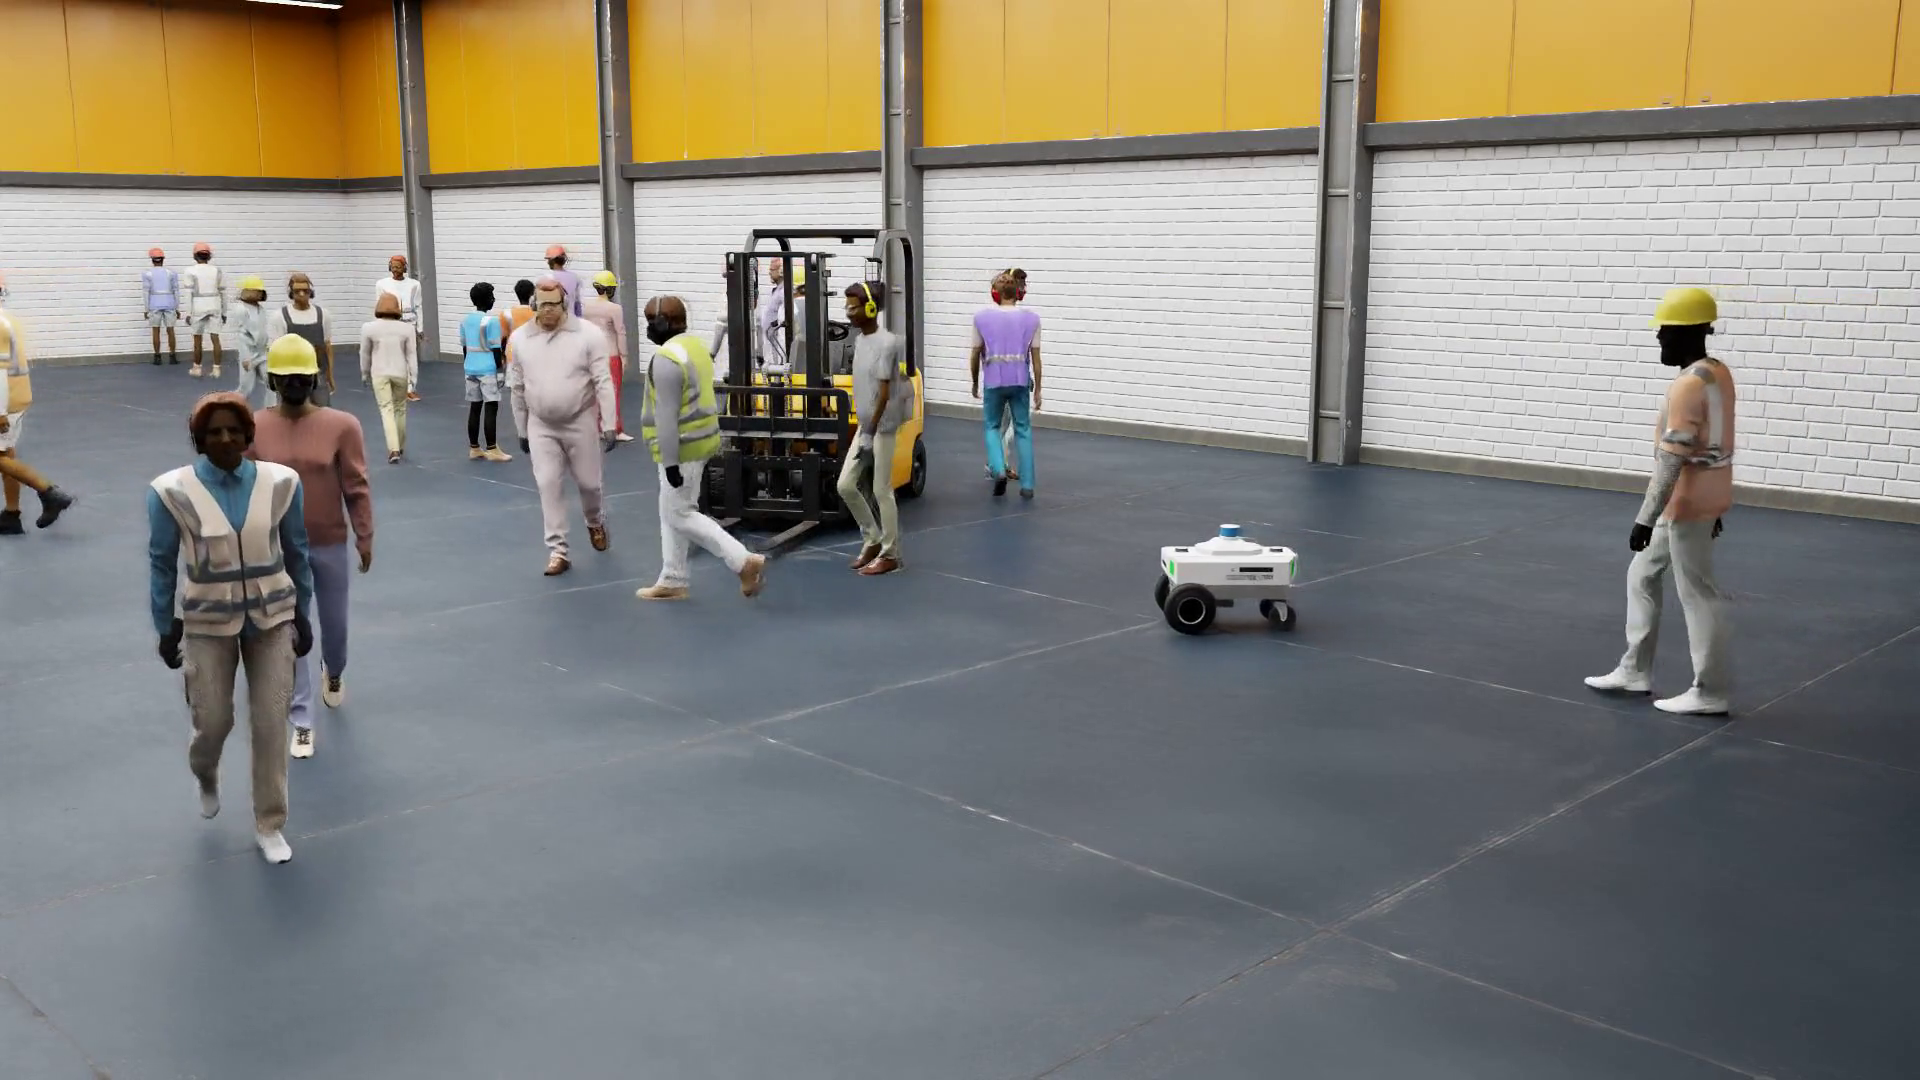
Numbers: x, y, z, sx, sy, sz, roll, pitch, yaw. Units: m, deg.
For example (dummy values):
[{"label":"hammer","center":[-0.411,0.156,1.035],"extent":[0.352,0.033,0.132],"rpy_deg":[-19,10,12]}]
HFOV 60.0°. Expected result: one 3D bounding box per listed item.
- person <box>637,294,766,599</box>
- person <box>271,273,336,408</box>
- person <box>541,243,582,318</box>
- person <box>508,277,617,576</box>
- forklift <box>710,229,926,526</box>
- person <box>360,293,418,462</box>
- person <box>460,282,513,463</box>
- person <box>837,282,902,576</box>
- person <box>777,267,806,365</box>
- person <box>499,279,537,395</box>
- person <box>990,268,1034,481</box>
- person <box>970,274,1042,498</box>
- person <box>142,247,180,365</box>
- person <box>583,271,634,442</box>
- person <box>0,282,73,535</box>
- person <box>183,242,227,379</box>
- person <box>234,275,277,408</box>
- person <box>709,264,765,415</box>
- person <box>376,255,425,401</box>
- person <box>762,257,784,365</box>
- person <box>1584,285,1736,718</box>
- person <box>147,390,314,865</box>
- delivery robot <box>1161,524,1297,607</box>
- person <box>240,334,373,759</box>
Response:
[{"label":"person","center":[-1.511,-0.504,9.579],"extent":[0.766,1.810,0.652],"rpy_deg":[1,10,8]},{"label":"person","center":[-5.713,-1.417,14.533],"extent":[0.531,1.790,0.971],"rpy_deg":[-6,12,-31]},{"label":"person","center":[-5.147,-2.794,21.427],"extent":[0.467,2.029,0.606],"rpy_deg":[6,12,30]},{"label":"person","center":[-2.525,-0.748,10.676],"extent":[0.690,1.885,0.749],"rpy_deg":[0,10,0]},{"label":"forklift","center":[-1.050,-1.319,12.920],"extent":[1.214,2.155,2.313],"rpy_deg":[2,11,13]},{"label":"person","center":[-5.408,-1.542,15.792],"extent":[0.501,1.591,0.839],"rpy_deg":[-6,12,-28]},{"label":"person","center":[-4.483,-1.578,15.684],"extent":[0.540,1.695,0.317],"rpy_deg":[8,13,37]},{"label":"person","center":[-0.563,-0.674,10.373],"extent":[0.481,1.844,0.490],"rpy_deg":[-7,13,-35]},{"label":"person","center":[-1.537,-1.693,15.943],"extent":[0.404,1.830,0.601],"rpy_deg":[9,14,42]},{"label":"person","center":[-4.530,-1.881,17.379],"extent":[0.541,1.677,0.652],"rpy_deg":[-4,11,-19]},{"label":"person","center":[0.449,-1.424,14.430],"extent":[0.430,1.852,0.492],"rpy_deg":[1,10,5]},{"label":"person","center":[0.385,-1.236,13.478],"extent":[0.578,1.820,0.454],"rpy_deg":[-1,10,-8]},{"label":"person","center":[-13.146,-3.840,27.395],"extent":[0.580,1.928,0.367],"rpy_deg":[-7,13,-35]},{"label":"person","center":[-3.654,-1.898,17.243],"extent":[0.533,1.768,0.310],"rpy_deg":[6,12,28]},{"label":"person","center":[-6.718,-0.973,11.785],"extent":[0.575,1.918,0.565],"rpy_deg":[-4,11,-20]},{"label":"person","center":[-11.315,-3.427,24.874],"extent":[0.645,2.032,0.645],"rpy_deg":[-10,14,-42]},{"label":"person","center":[-7.572,-1.961,17.720],"extent":[0.720,1.717,0.487],"rpy_deg":[3,11,18]},{"label":"person","center":[-2.377,-1.994,17.439],"extent":[0.982,1.874,0.538],"rpy_deg":[6,12,28]},{"label":"person","center":[-7.187,-2.715,21.376],"extent":[0.574,1.884,0.360],"rpy_deg":[-6,12,-28]},{"label":"person","center":[-1.915,-2.086,17.883],"extent":[0.408,1.906,0.652],"rpy_deg":[-2,11,-11]},{"label":"person","center":[3.117,-0.167,7.404],"extent":[0.776,1.899,0.600],"rpy_deg":[6,12,31]},{"label":"person","center":[-2.506,0.285,5.739],"extent":[0.519,1.624,0.527],"rpy_deg":[-7,13,-35]},{"label":"delivery robot","center":[1.466,0.159,9.078],"extent":[0.707,0.478,0.477],"rpy_deg":[0,10,0]},{"label":"person","center":[-2.779,-0.014,7.064],"extent":[0.532,1.742,0.779],"rpy_deg":[-4,11,-21]}]
